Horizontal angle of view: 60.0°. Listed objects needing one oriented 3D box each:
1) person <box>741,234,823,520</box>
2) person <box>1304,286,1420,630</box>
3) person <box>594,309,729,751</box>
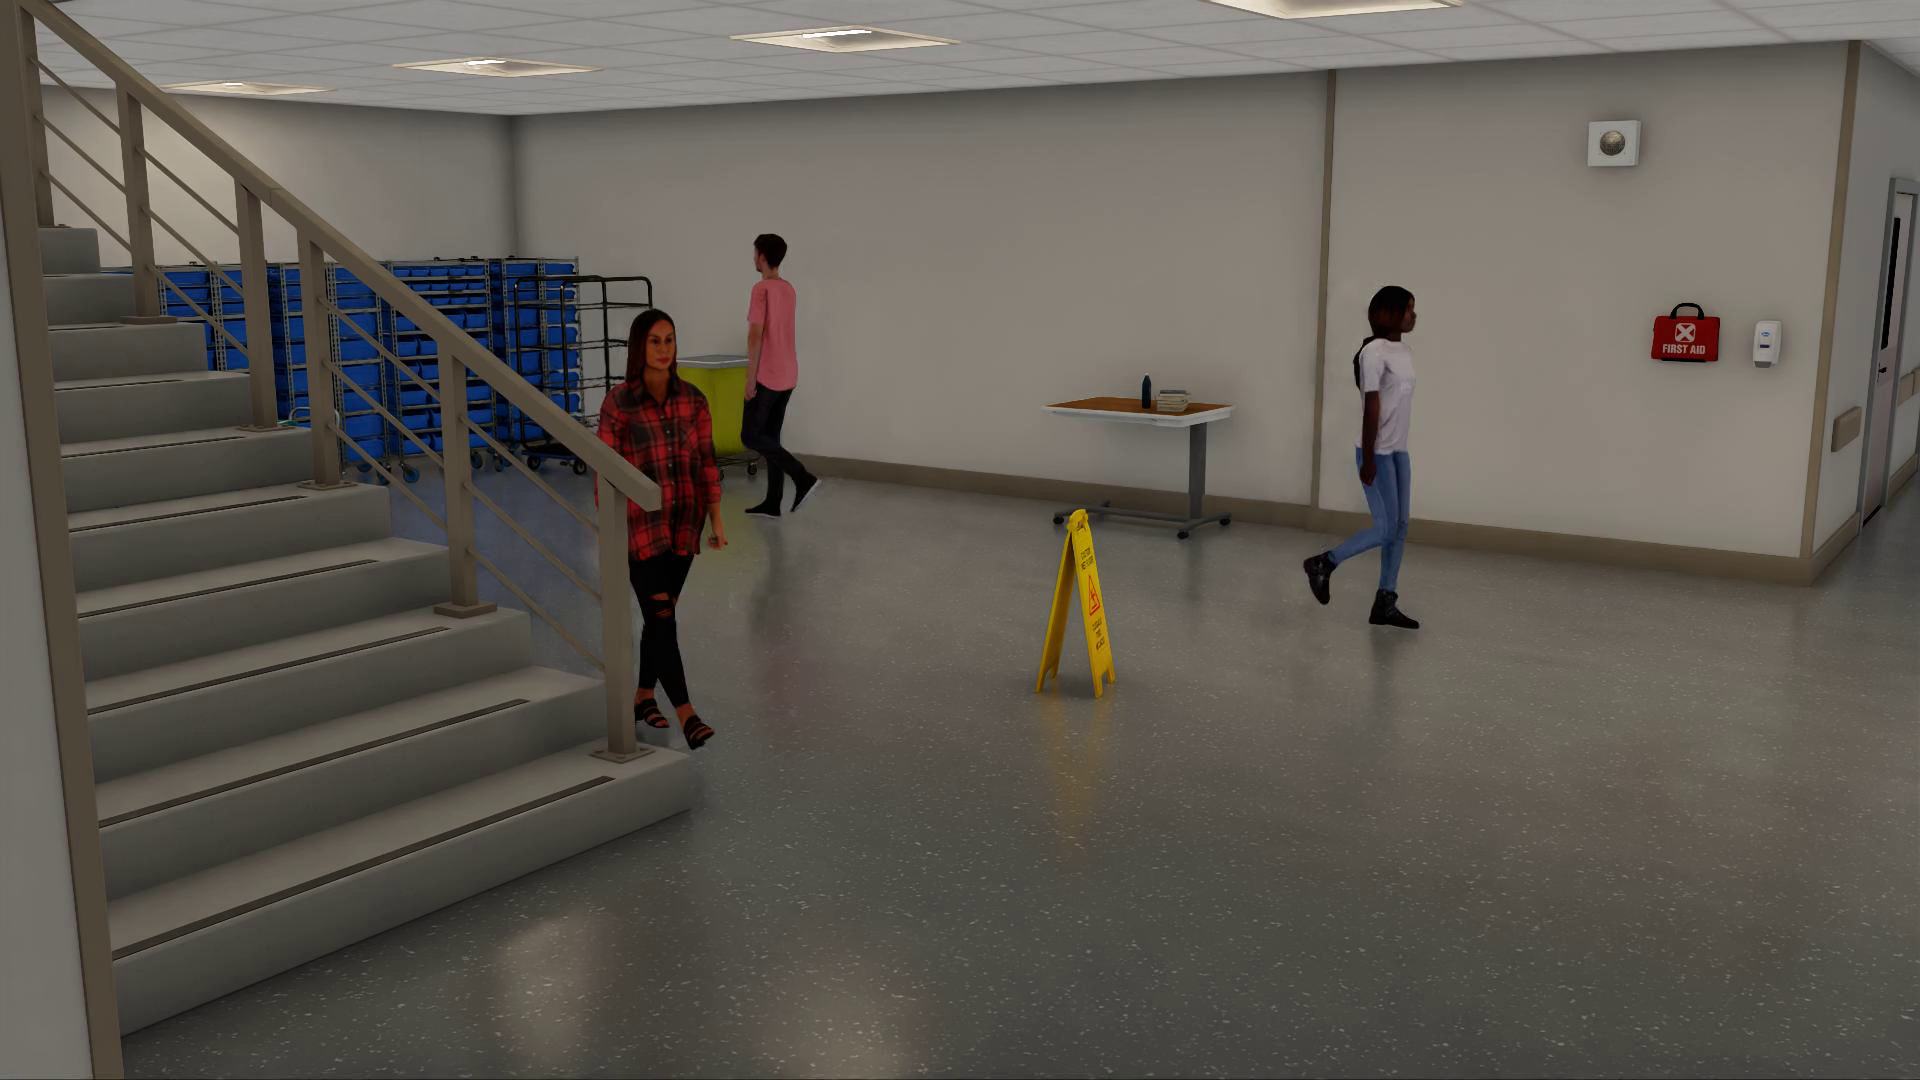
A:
[{"bbox_3d":[-1.209,-1.080,11.271,0.948,1.945,0.776,4,12,21],"label":"person"},{"bbox_3d":[2.054,-0.411,8.380,0.833,1.709,0.618,8,14,38],"label":"person"},{"bbox_3d":[-1.221,-0.039,6.527,0.813,1.669,1.070,-8,14,-38],"label":"person"}]
